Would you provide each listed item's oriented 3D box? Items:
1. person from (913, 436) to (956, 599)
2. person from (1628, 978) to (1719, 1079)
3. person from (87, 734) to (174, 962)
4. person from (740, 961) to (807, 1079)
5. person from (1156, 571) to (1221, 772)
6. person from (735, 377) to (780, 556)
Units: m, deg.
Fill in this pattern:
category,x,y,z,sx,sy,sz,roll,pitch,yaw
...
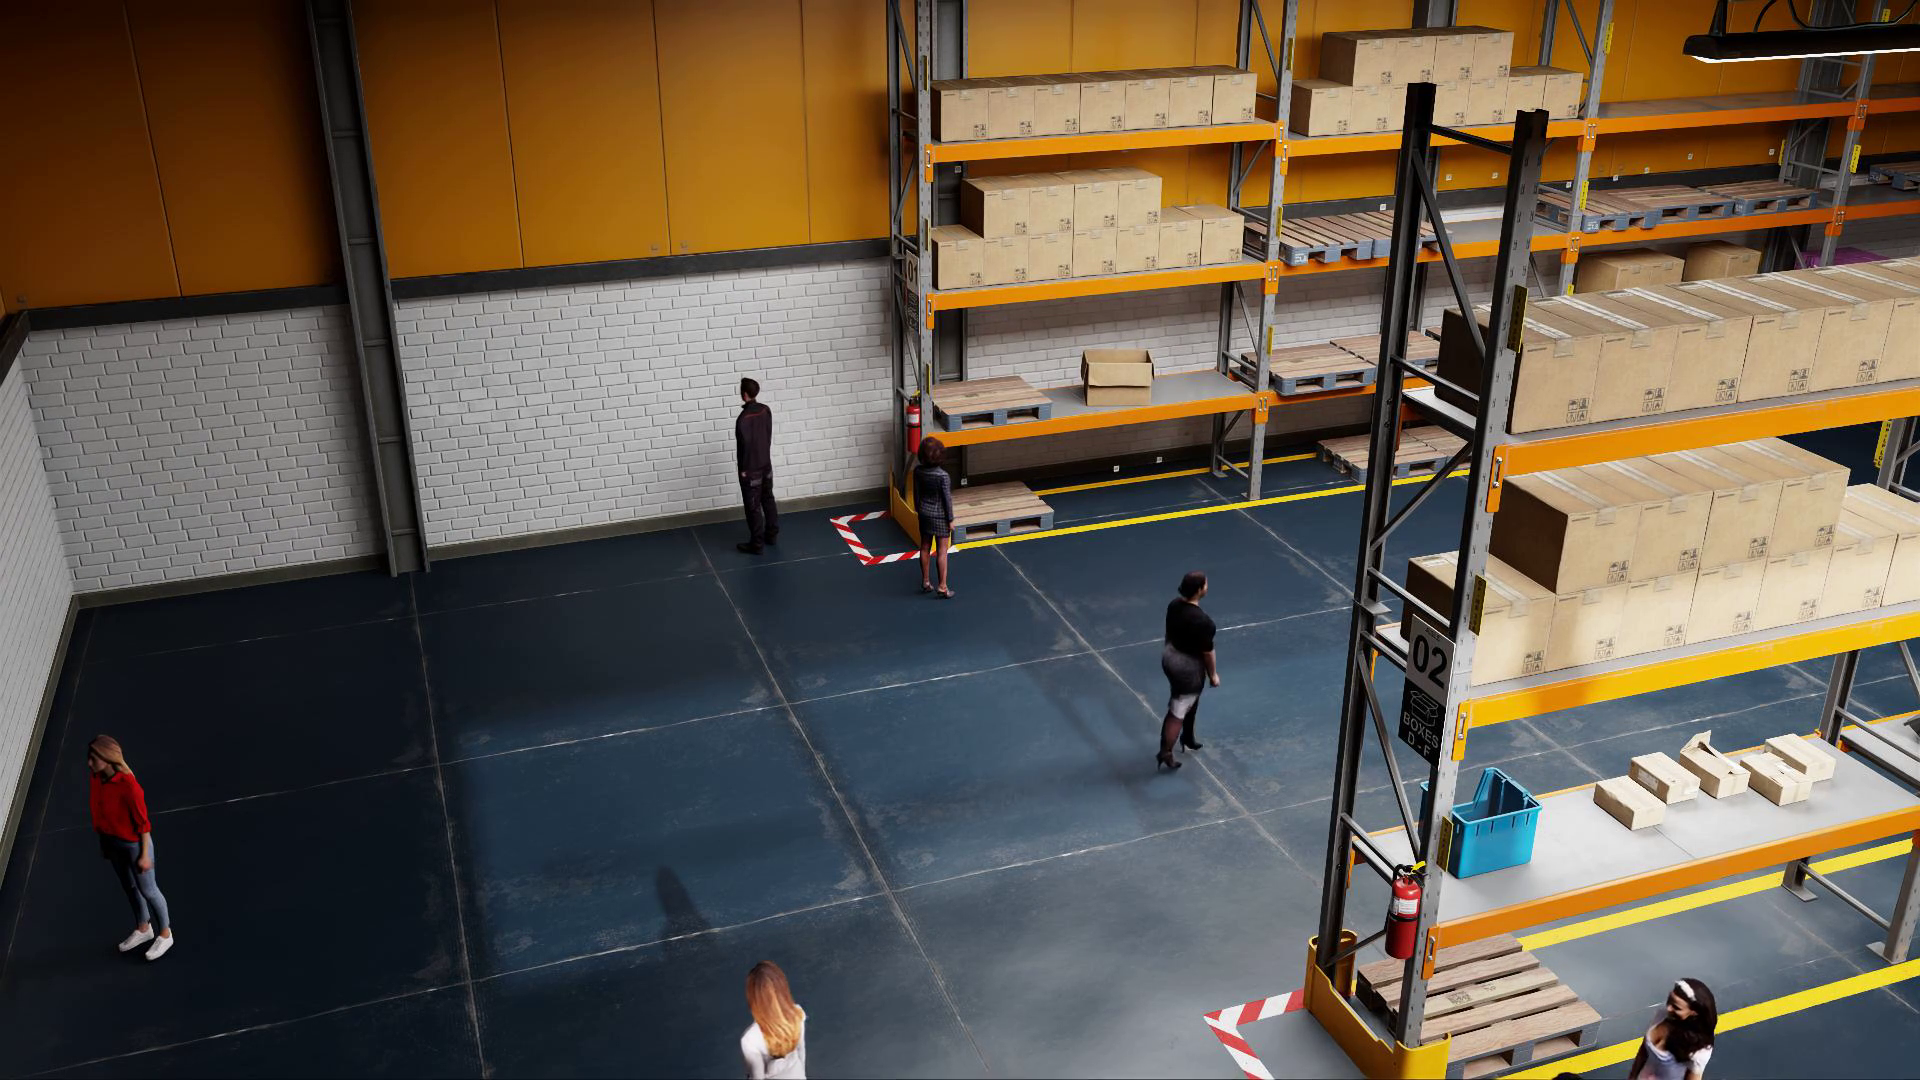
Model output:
category,x,y,z,sx,sy,sz,roll,pitch,yaw
person,-0.259,-0.220,16.567,0.701,1.702,0.724,16,29,33
person,3.865,3.068,8.947,1.170,1.781,0.841,-1,24,-2
person,-5.661,2.072,11.321,0.670,1.704,0.733,10,26,22
person,-0.986,3.044,9.022,0.728,1.766,0.629,17,29,34
person,1.744,1.090,13.527,0.741,1.736,0.679,-7,24,-15
person,-2.177,-0.799,17.630,0.832,1.911,0.748,13,27,27
